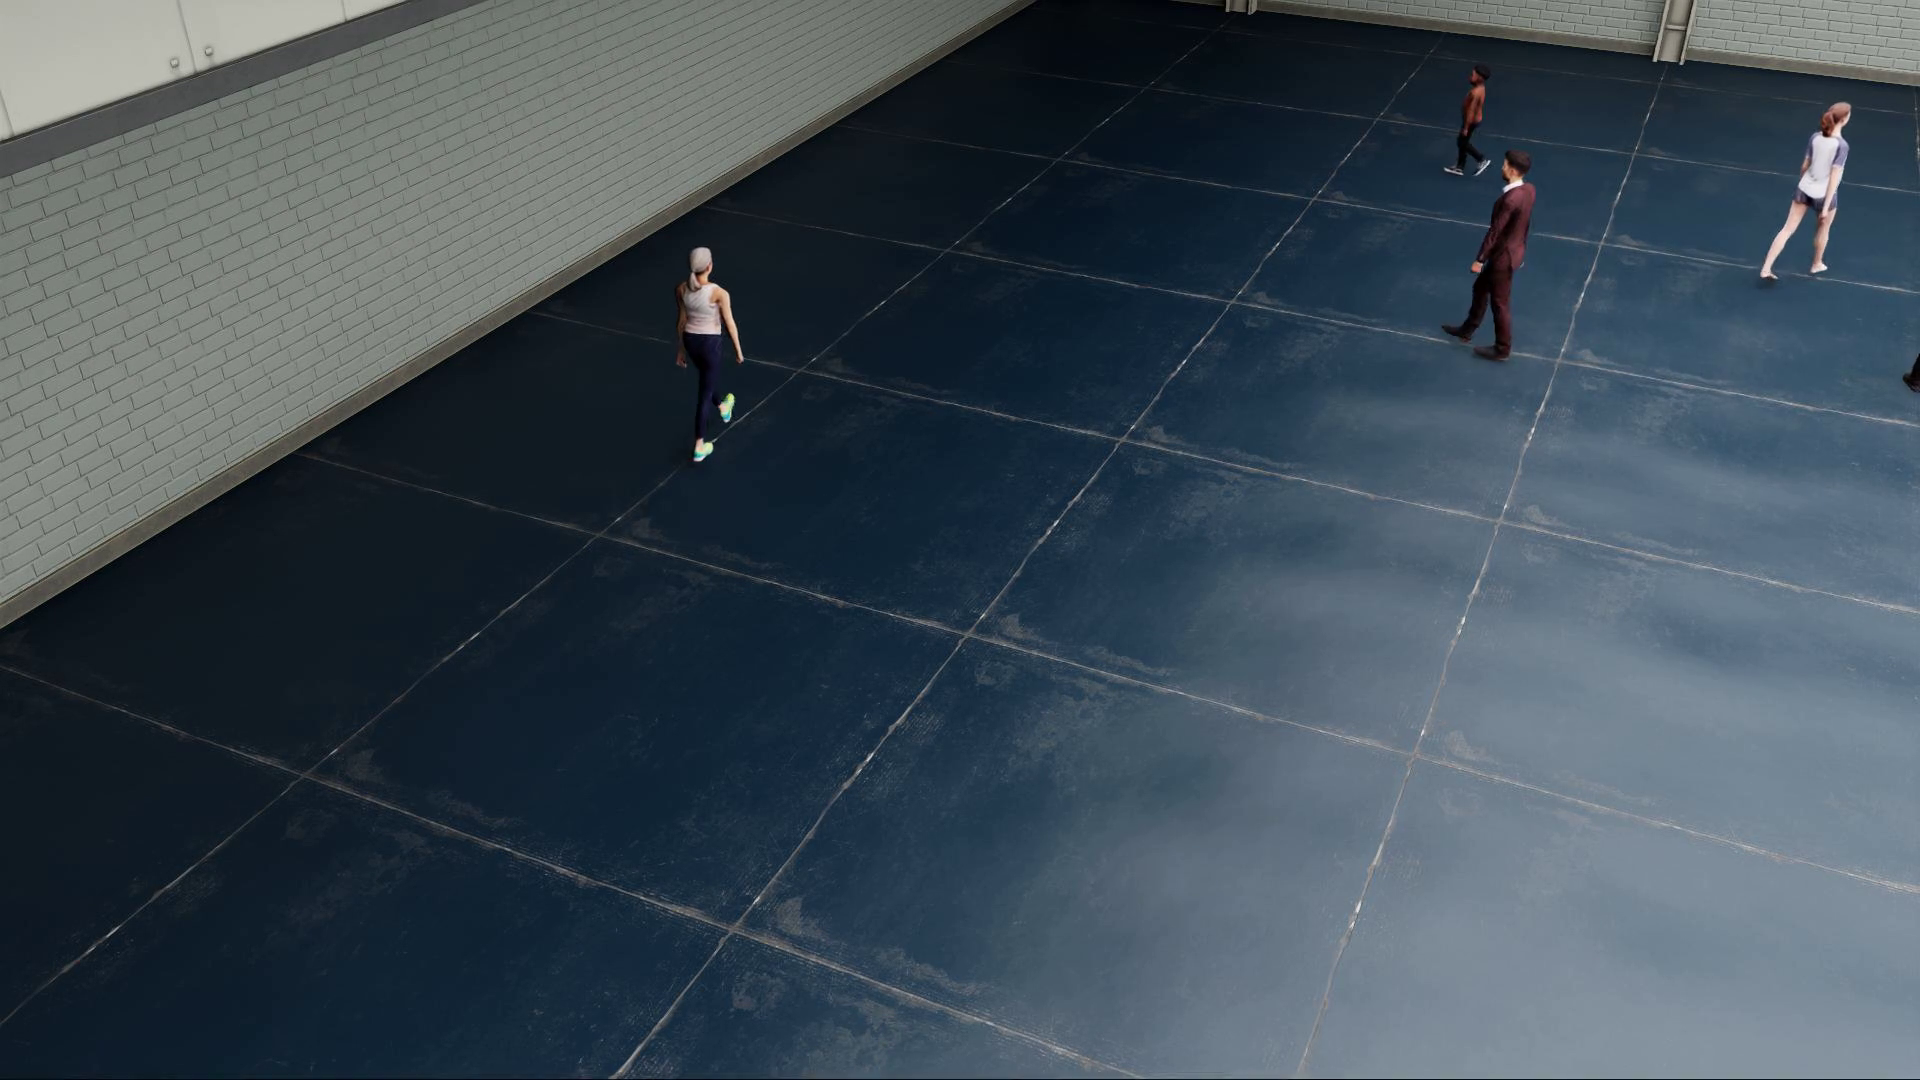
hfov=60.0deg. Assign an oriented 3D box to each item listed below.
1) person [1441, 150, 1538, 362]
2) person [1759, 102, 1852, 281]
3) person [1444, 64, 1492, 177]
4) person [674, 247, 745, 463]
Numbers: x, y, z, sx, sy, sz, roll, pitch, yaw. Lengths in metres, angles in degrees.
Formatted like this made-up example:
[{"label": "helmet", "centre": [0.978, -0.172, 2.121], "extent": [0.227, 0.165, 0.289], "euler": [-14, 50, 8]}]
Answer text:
[{"label": "person", "centre": [4.758, -2.406, 14.301], "extent": [0.967, 1.843, 0.761], "euler": [19, 37, 27]}, {"label": "person", "centre": [8.020, -3.240, 15.737], "extent": [1.043, 1.722, 1.130], "euler": [-18, 37, -26]}, {"label": "person", "centre": [5.693, -4.607, 18.350], "extent": [0.698, 1.246, 0.528], "euler": [13, 35, 20]}, {"label": "person", "centre": [-2.013, -1.401, 12.880], "extent": [1.080, 1.661, 0.775], "euler": [10, 34, 15]}]
